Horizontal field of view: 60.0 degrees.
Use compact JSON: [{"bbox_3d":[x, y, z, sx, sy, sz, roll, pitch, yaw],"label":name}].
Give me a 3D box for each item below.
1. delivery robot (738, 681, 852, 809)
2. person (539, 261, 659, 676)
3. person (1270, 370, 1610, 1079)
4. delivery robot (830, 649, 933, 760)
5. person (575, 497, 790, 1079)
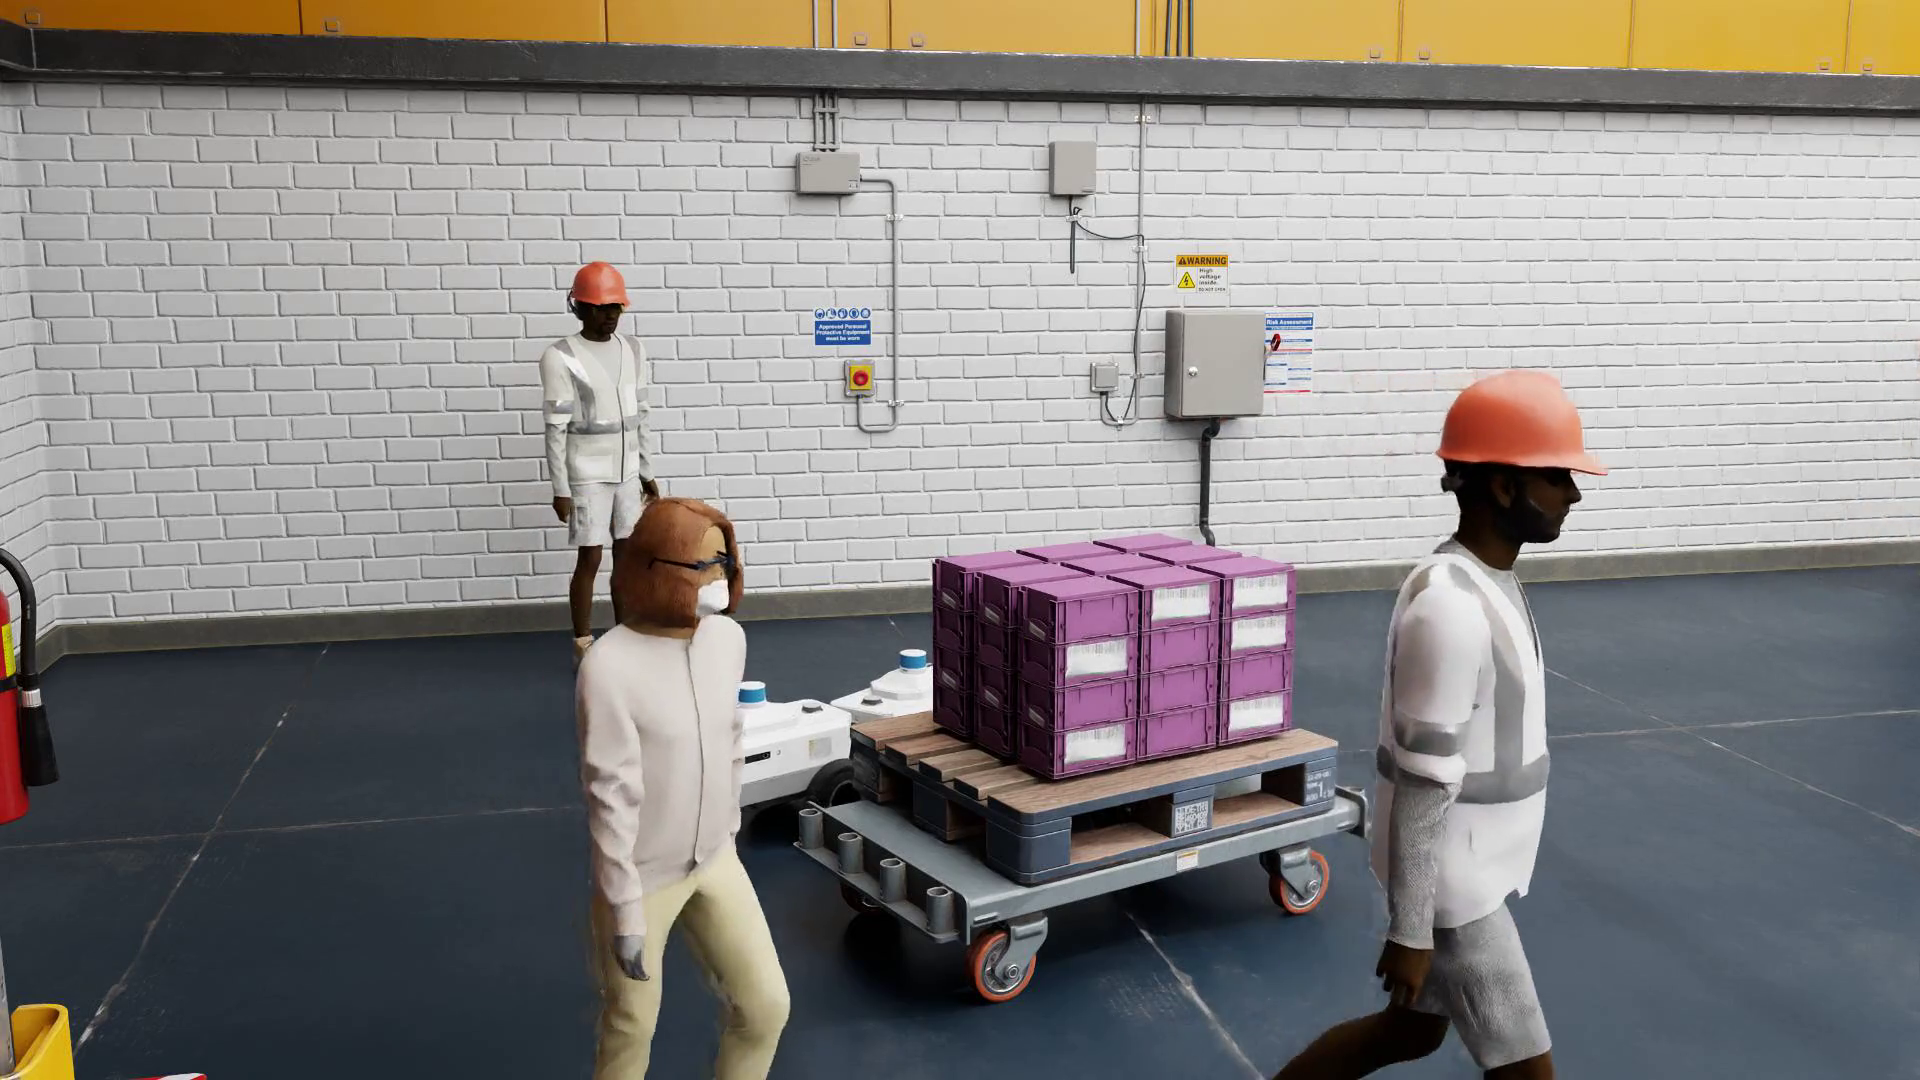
[{"bbox_3d":[-0.742,0.749,5.937,0.707,0.478,0.477,-8,13,-39],"label":"delivery robot"},{"bbox_3d":[-1.715,-0.321,8.051,0.405,2.030,0.615,8,13,36],"label":"person"},{"bbox_3d":[0.888,0.614,3.244,0.896,1.910,0.543,4,11,22],"label":"person"},{"bbox_3d":[-0.178,0.665,6.406,0.477,0.478,0.707,7,12,34],"label":"delivery robot"},{"bbox_3d":[-0.565,0.718,3.442,0.534,1.618,0.519,7,13,35],"label":"person"}]
